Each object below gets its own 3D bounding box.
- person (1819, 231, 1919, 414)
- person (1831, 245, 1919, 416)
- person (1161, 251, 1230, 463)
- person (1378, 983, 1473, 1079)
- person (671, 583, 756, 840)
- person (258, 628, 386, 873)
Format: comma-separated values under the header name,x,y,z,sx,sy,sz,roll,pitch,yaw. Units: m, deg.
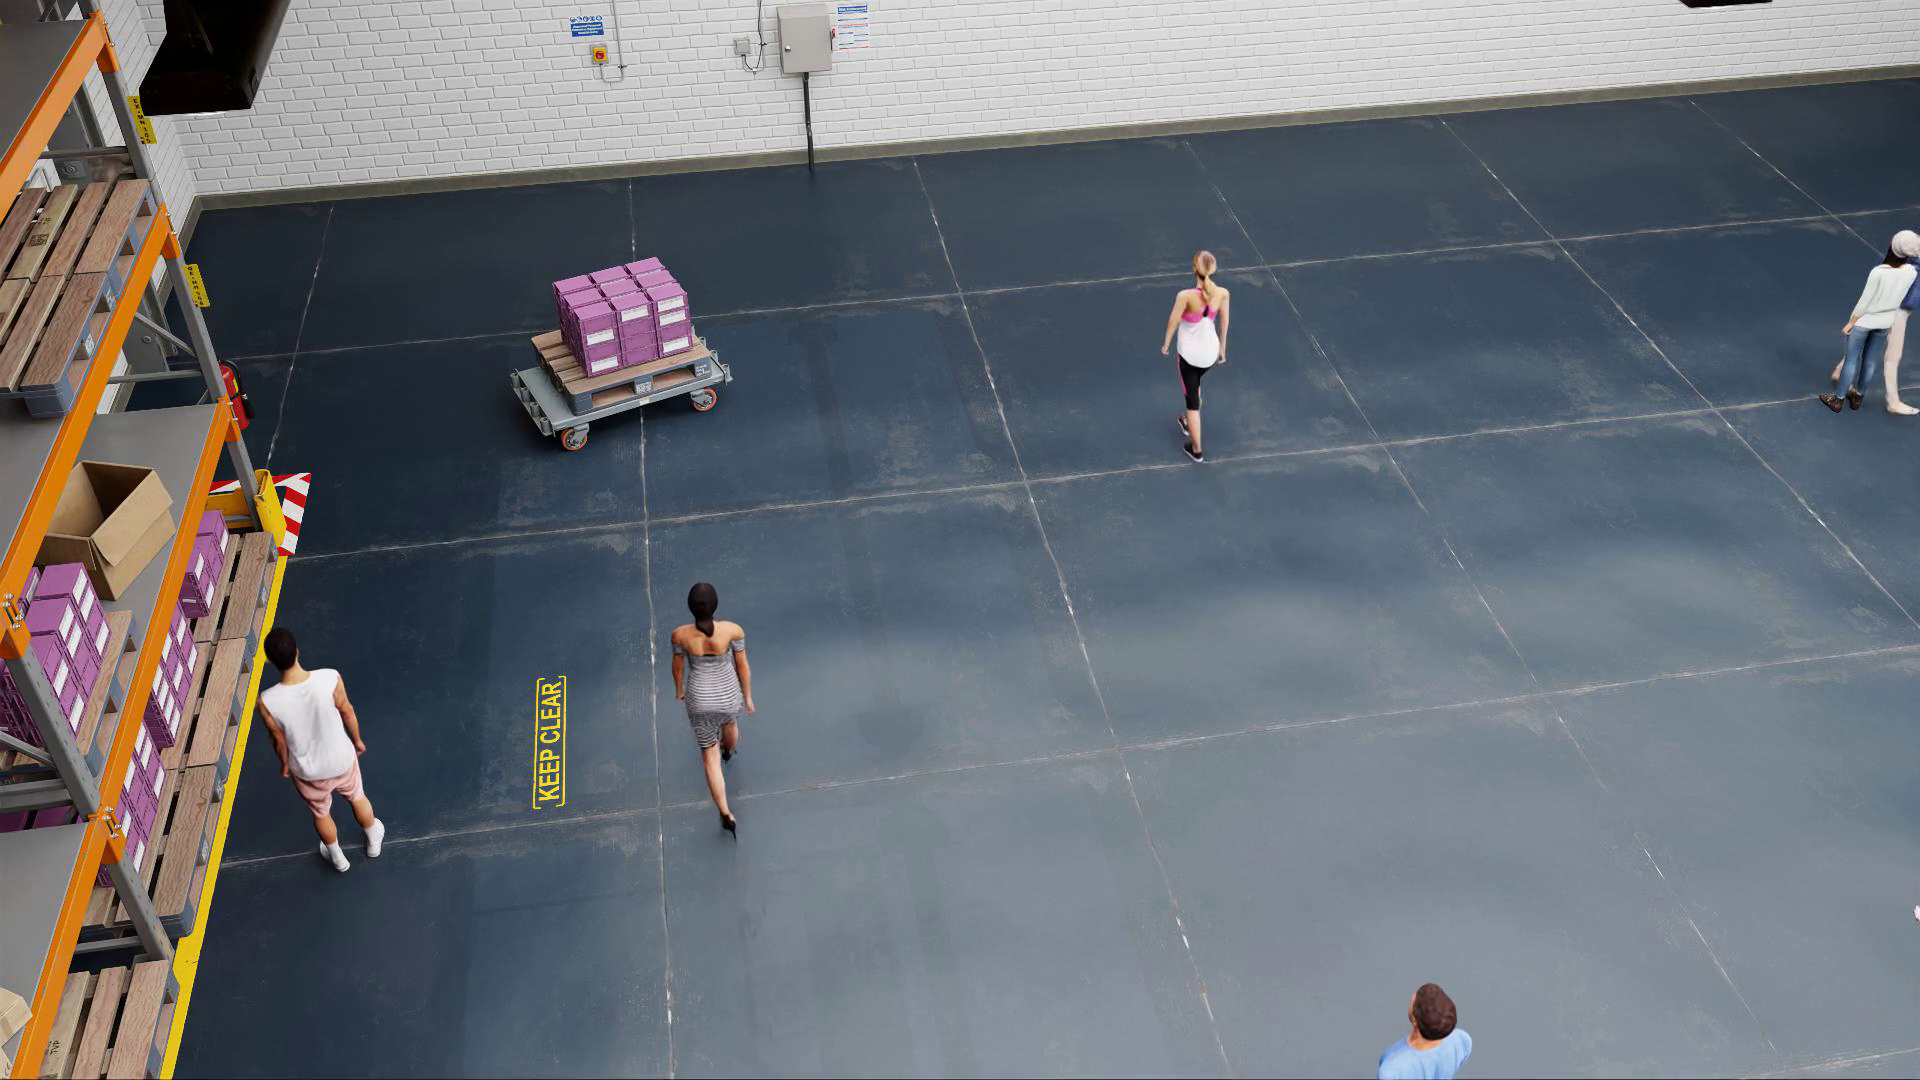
name,x,y,z,sx,sy,sz,roll,pitch,yaw
person,7.481,-1.799,13.624,0.585,1.644,0.492,-4,39,-6
person,7.676,-1.913,13.761,0.951,1.652,1.149,-22,43,-25
person,1.887,-1.386,13.010,0.679,1.766,0.861,-13,40,-15
person,2.092,2.730,7.778,0.718,1.863,0.671,-17,42,-20
person,-1.468,1.054,9.945,0.614,1.778,1.039,-7,39,-8
person,-3.734,1.247,9.700,0.712,1.782,0.692,-20,43,-23
